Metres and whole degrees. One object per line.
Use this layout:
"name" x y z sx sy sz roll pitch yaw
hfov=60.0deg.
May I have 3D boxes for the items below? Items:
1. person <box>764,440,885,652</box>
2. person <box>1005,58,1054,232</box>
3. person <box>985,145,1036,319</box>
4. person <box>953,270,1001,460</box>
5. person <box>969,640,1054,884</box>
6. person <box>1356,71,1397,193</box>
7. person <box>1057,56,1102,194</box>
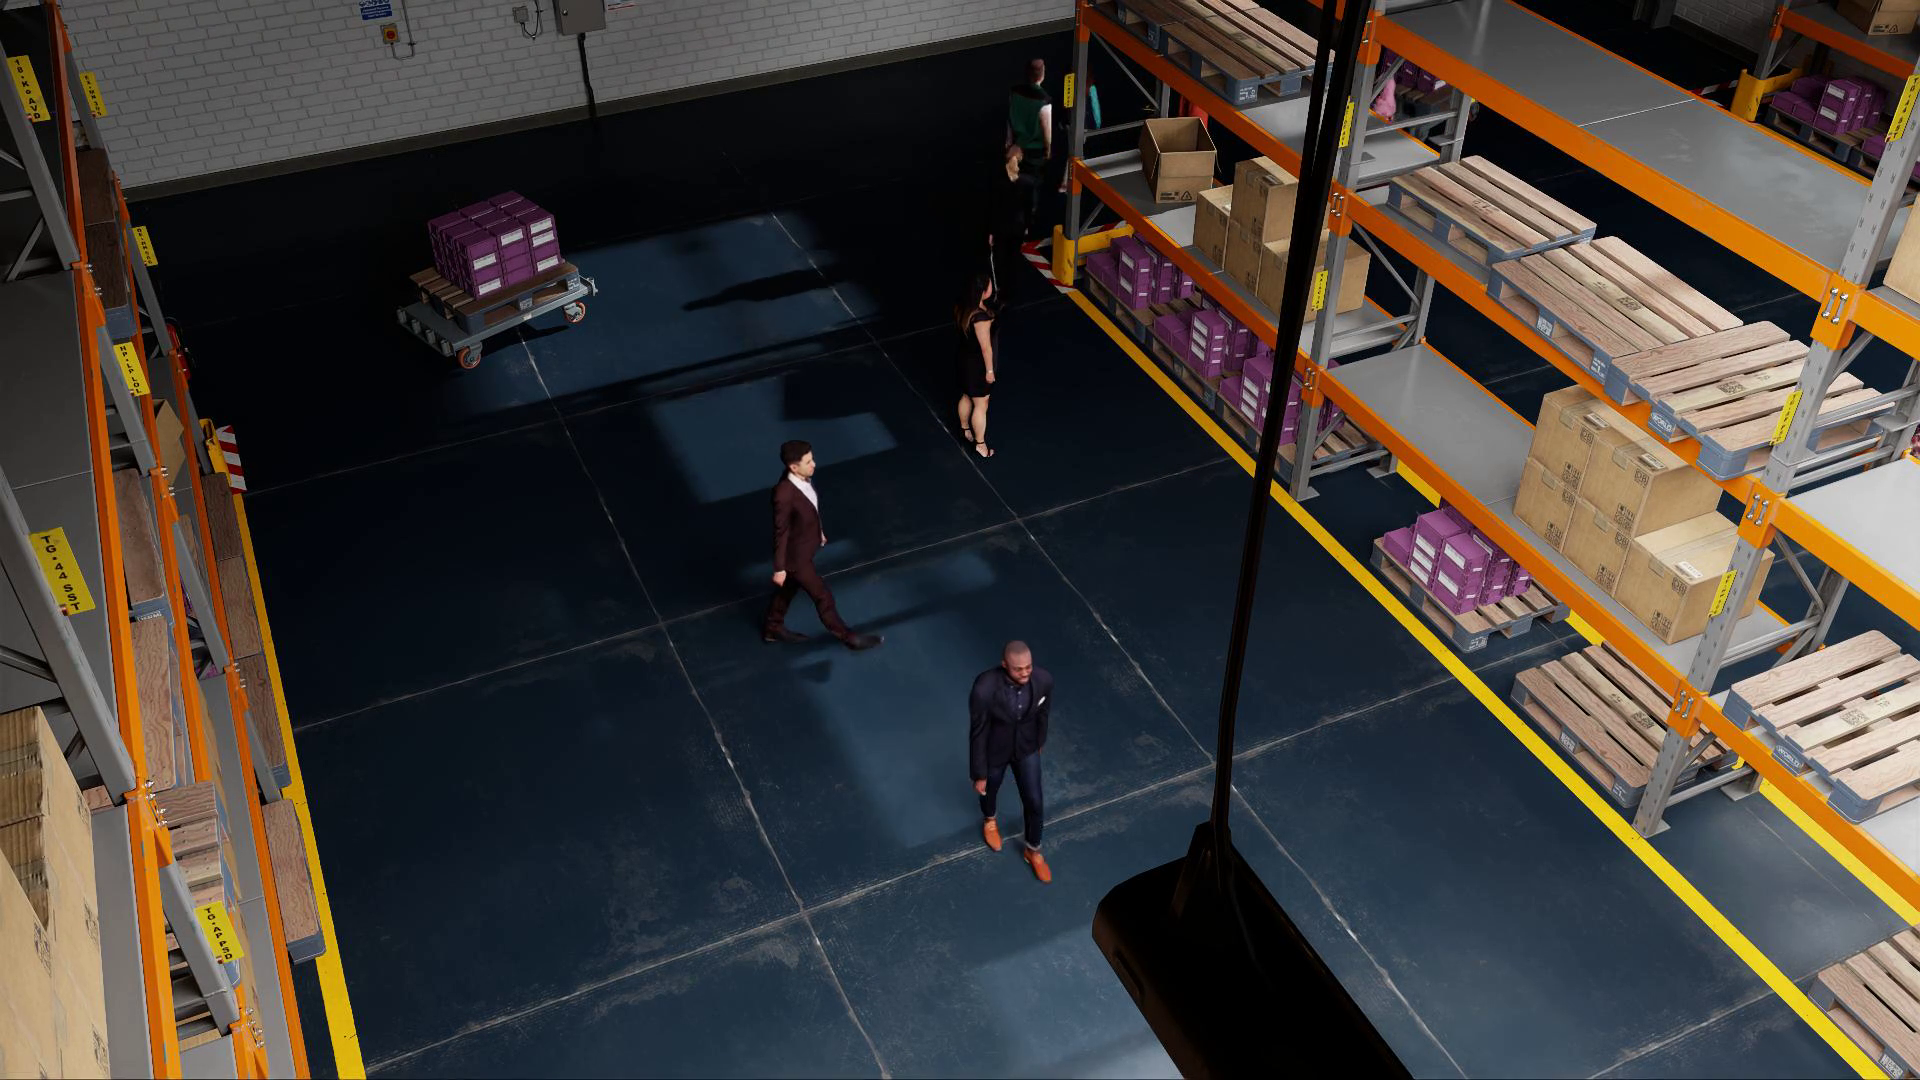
"person" -1.218 0.072 11.733 1.156 1.822 1.212 4 39 5
"person" 0.665 -3.942 16.752 0.769 1.830 0.851 23 44 26
"person" 0.475 -2.814 15.461 0.679 1.679 0.666 -9 40 -12
"person" 0.126 -1.452 13.725 0.713 1.718 0.543 -19 42 -22
"person" 0.263 1.240 10.293 0.806 1.793 0.961 -9 39 -11
"person" 4.281 -3.974 16.950 0.969 1.634 0.871 24 44 27
"person" 1.215 -4.383 17.598 1.009 1.463 0.956 23 44 26
